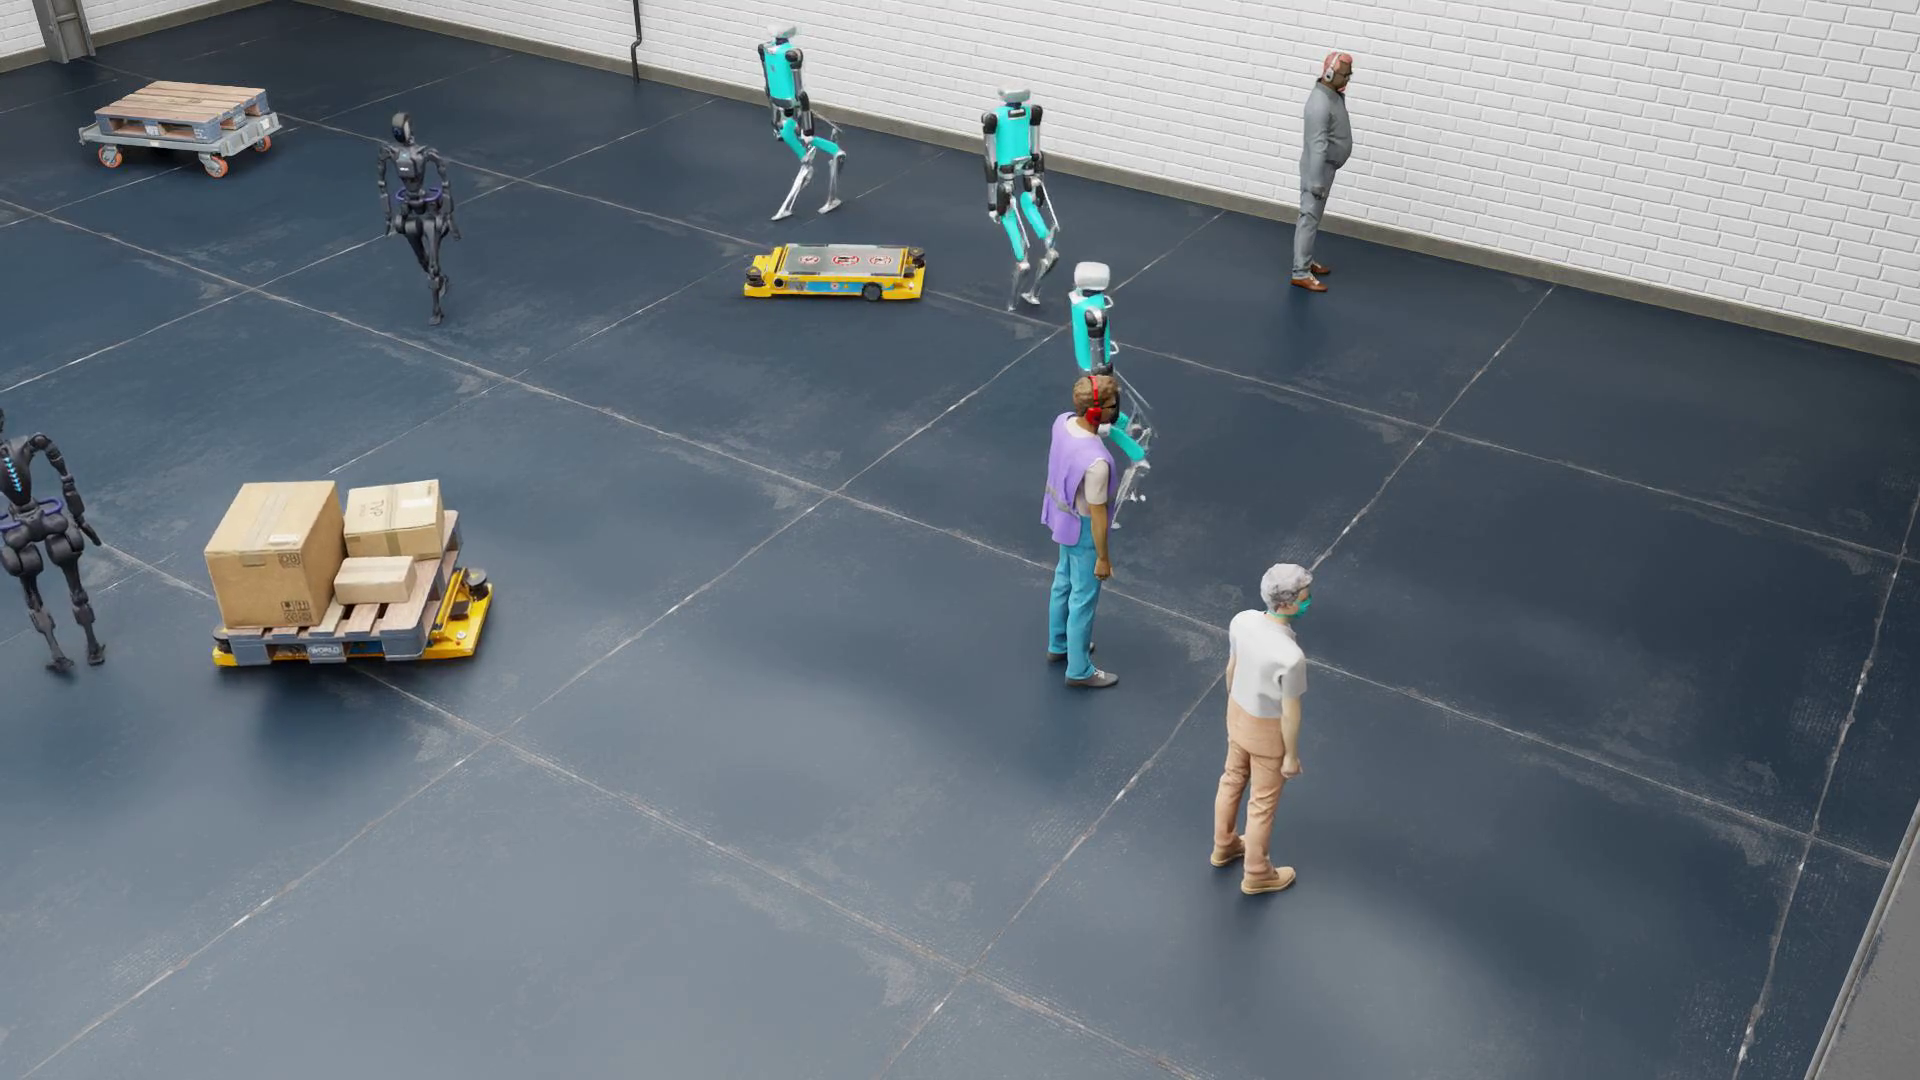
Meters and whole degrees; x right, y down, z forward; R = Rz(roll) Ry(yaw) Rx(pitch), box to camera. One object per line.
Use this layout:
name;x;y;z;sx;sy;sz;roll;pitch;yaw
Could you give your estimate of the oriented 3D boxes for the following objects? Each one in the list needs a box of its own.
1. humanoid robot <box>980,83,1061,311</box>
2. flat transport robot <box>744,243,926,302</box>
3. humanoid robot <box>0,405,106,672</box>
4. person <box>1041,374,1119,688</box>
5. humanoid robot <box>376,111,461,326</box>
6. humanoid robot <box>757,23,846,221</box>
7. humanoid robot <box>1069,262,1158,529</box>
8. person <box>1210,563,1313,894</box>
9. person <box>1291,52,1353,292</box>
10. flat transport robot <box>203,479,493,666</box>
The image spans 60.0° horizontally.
humanoid robot;0.531;-2.585;12.947;0.531;1.808;0.759;-19;37;-27
flat transport robot;-1.017;-2.204;13.686;1.431;0.231;0.659;1;33;2
humanoid robot;-4.990;-0.010;8.990;0.591;1.658;0.359;-26;41;-34
person;0.641;-0.041;8.862;0.377;1.843;0.570;-10;34;-15
humanoid robot;-4.201;-2.566;12.994;0.608;1.634;0.761;1;33;1
humanoid robot;-1.329;-3.712;14.693;0.880;1.788;0.564;-26;41;-35
humanoid robot;1.052;-0.867;10.287;0.800;1.802;0.530;-4;33;-6
person;1.378;0.852;7.564;0.323;1.745;0.473;-16;36;-23
person;2.920;-2.966;13.364;0.407;1.903;0.635;9;34;14
flat transport robot;-3.476;0.439;9.574;1.431;0.231;0.659;-2;33;-3
